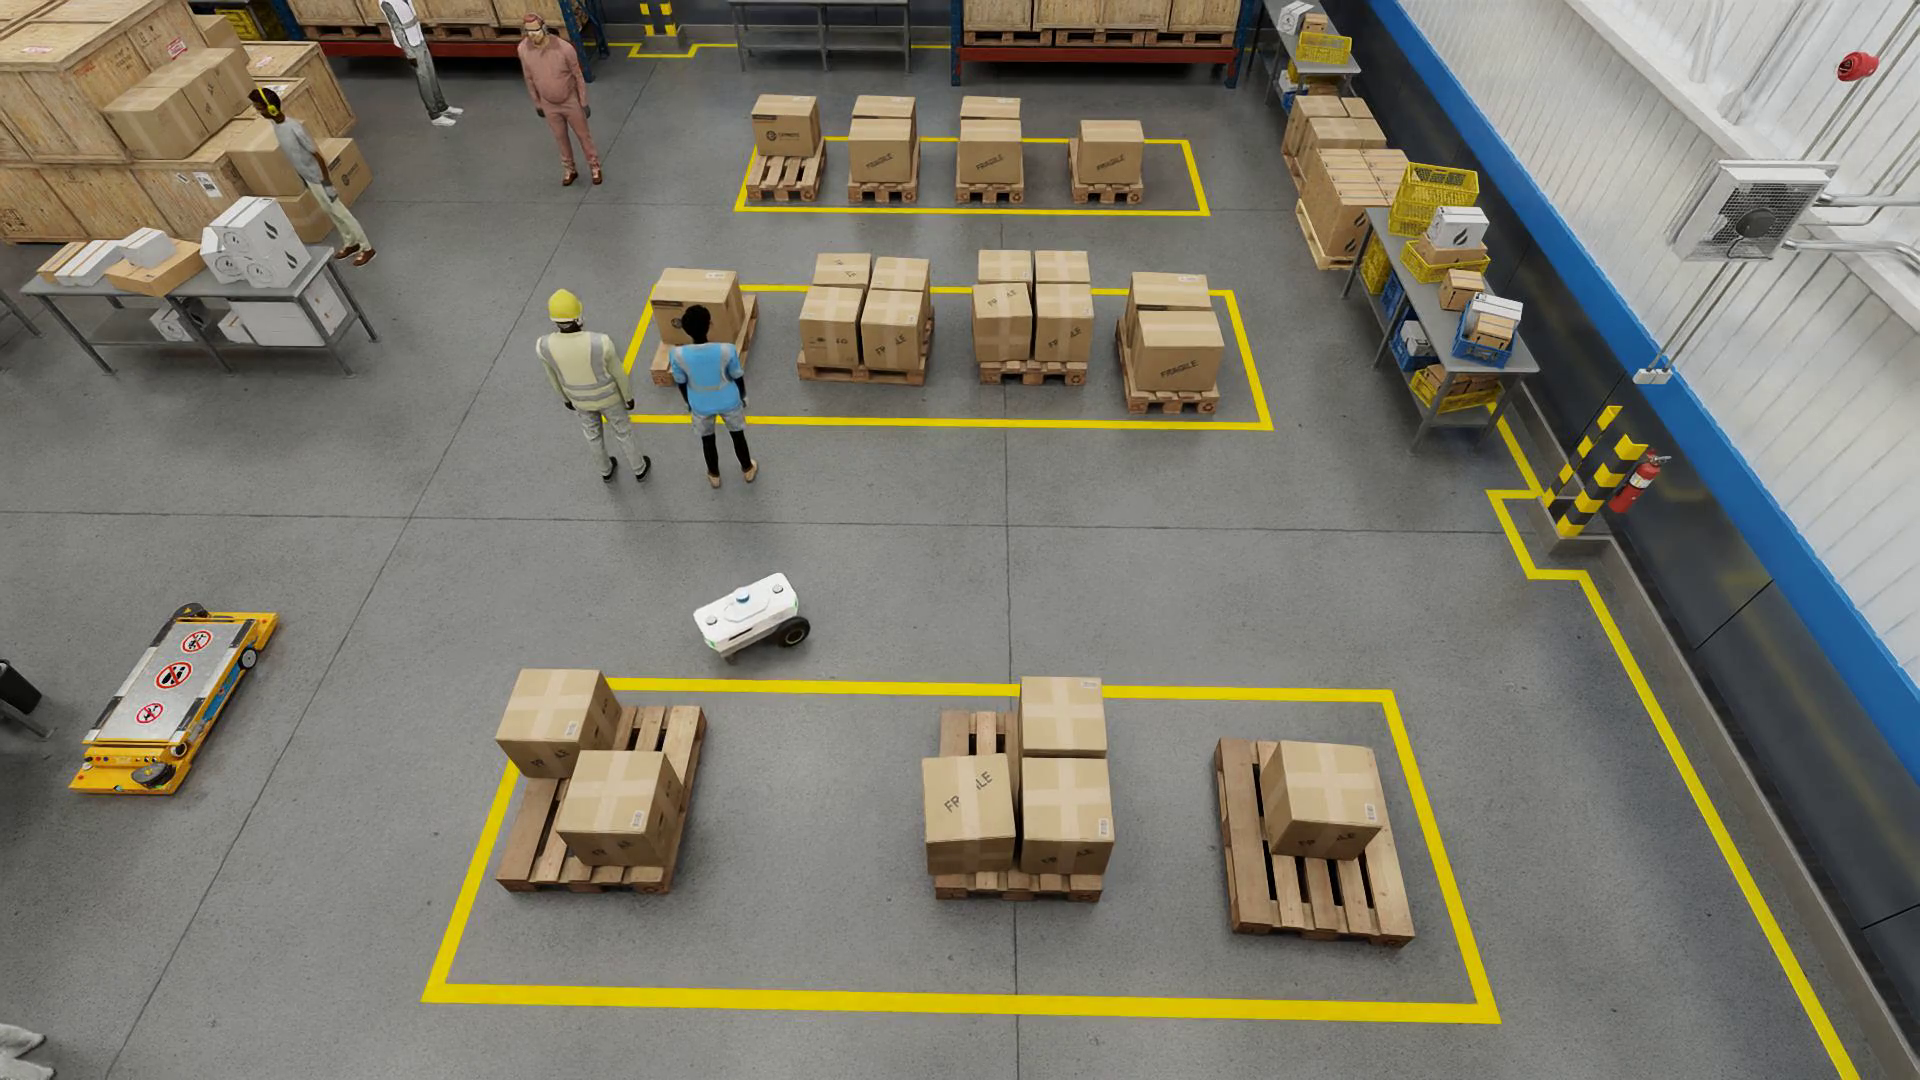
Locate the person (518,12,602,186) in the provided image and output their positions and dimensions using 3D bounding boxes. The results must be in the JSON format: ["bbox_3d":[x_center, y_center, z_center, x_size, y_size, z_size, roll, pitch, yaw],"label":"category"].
[{"bbox_3d":[-4.594,-5.033,10.544,0.642,1.909,0.399,-2,50,-1],"label":"person"}]

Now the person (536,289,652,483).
[{"bbox_3d":[-2.920,-1.181,7.341,0.595,1.824,0.403,-2,50,-2],"label":"person"}]

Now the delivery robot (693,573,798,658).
[{"bbox_3d":[-1.546,0.531,6.656,0.707,0.478,0.477,-26,55,-20],"label":"delivery robot"}]

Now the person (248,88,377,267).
[{"bbox_3d":[-6.661,-3.718,9.459,0.512,1.866,0.330,26,54,20],"label":"person"}]

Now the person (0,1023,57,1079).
[{"bbox_3d":[-5.181,2.413,4.429,0.522,1.620,0.334,35,58,26],"label":"person"}]

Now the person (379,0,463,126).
[{"bbox_3d":[-6.909,-6.259,11.581,0.385,1.912,0.593,-3,50,-3],"label":"person"}]

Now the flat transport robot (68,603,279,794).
[{"bbox_3d":[-5.504,1.072,6.442,0.652,0.197,1.431,1,50,1],"label":"flat transport robot"}]

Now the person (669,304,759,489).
[{"bbox_3d":[-1.968,-1.123,7.383,0.544,1.684,0.331,-9,50,-8],"label":"person"}]
